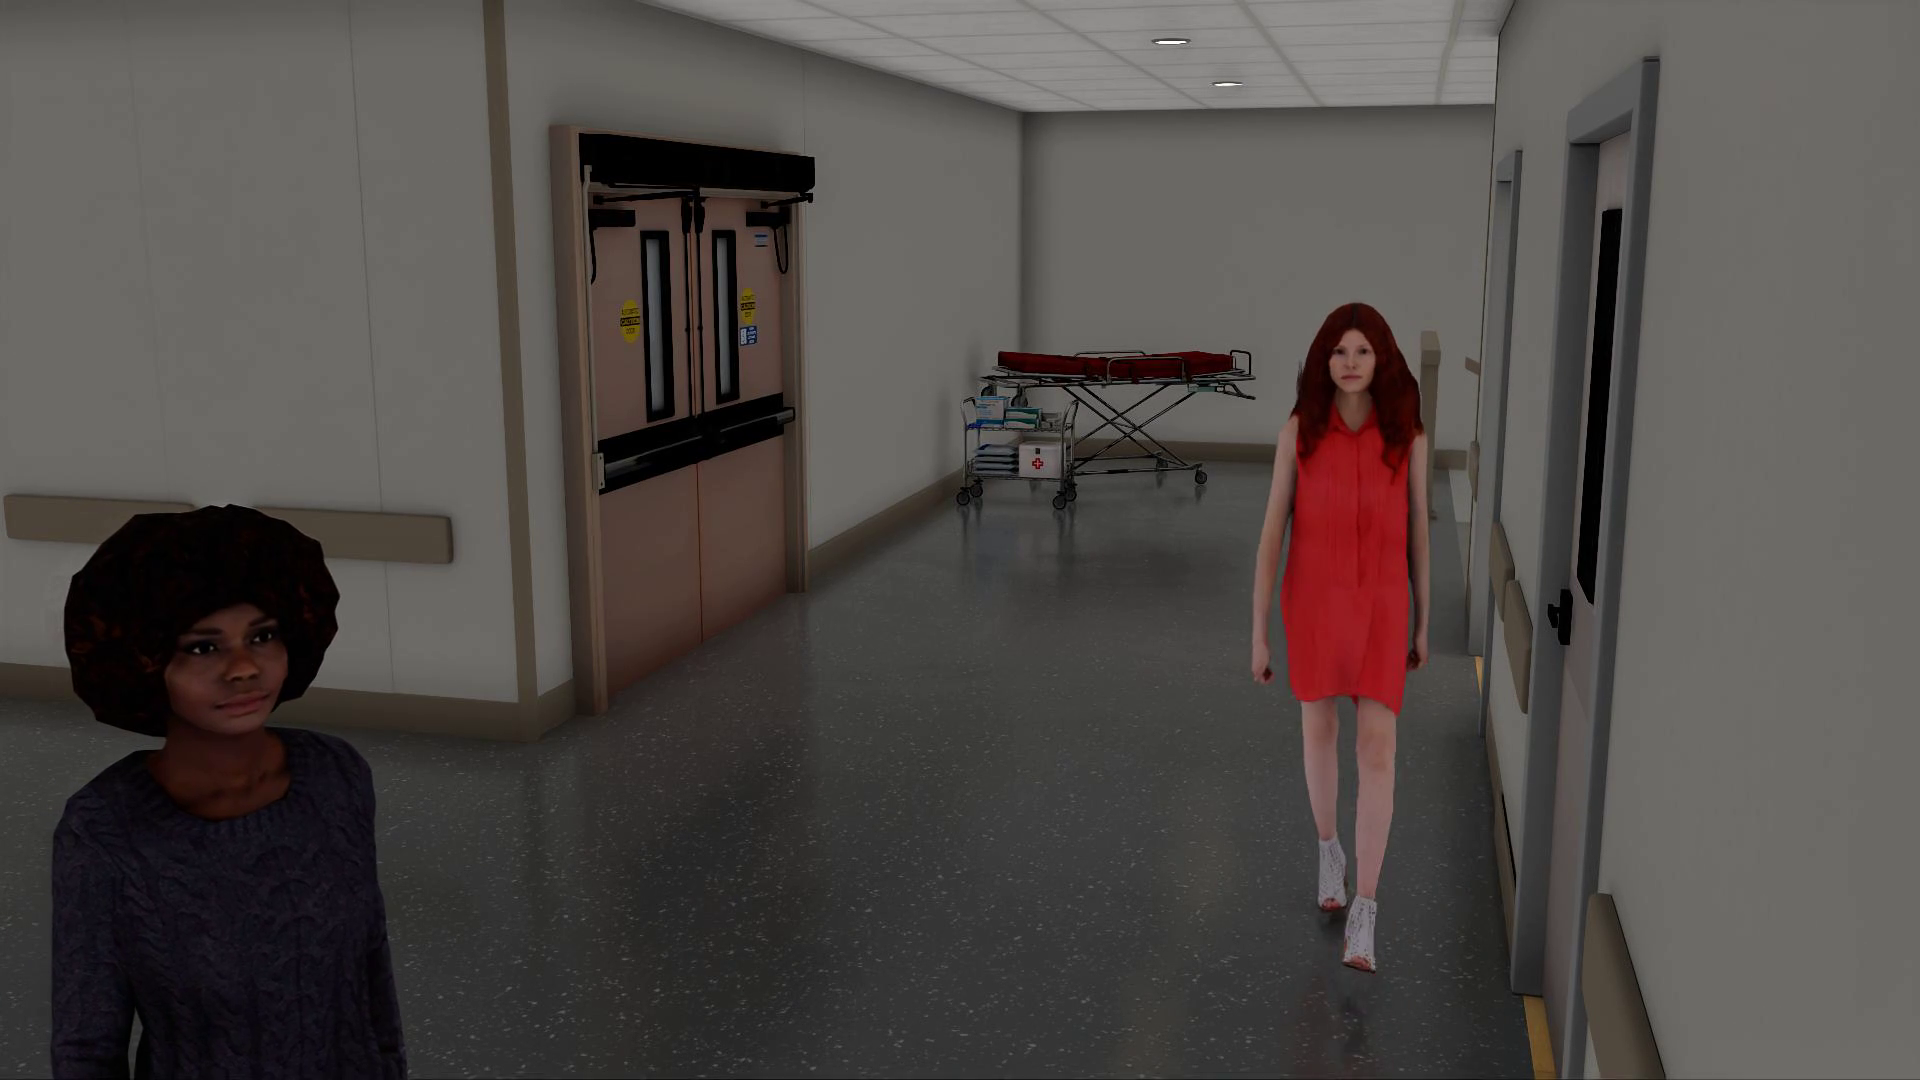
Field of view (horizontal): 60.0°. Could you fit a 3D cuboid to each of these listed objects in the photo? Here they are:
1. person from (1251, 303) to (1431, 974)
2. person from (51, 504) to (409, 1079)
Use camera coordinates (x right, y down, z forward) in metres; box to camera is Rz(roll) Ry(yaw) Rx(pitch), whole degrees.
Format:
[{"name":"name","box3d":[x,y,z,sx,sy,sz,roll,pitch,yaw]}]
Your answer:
[{"name":"person","box3d":[1.102,0.247,4.763,0.620,1.792,1.018,3,11,13]},{"name":"person","box3d":[-0.880,0.801,2.065,0.719,1.710,0.585,8,14,38]}]
